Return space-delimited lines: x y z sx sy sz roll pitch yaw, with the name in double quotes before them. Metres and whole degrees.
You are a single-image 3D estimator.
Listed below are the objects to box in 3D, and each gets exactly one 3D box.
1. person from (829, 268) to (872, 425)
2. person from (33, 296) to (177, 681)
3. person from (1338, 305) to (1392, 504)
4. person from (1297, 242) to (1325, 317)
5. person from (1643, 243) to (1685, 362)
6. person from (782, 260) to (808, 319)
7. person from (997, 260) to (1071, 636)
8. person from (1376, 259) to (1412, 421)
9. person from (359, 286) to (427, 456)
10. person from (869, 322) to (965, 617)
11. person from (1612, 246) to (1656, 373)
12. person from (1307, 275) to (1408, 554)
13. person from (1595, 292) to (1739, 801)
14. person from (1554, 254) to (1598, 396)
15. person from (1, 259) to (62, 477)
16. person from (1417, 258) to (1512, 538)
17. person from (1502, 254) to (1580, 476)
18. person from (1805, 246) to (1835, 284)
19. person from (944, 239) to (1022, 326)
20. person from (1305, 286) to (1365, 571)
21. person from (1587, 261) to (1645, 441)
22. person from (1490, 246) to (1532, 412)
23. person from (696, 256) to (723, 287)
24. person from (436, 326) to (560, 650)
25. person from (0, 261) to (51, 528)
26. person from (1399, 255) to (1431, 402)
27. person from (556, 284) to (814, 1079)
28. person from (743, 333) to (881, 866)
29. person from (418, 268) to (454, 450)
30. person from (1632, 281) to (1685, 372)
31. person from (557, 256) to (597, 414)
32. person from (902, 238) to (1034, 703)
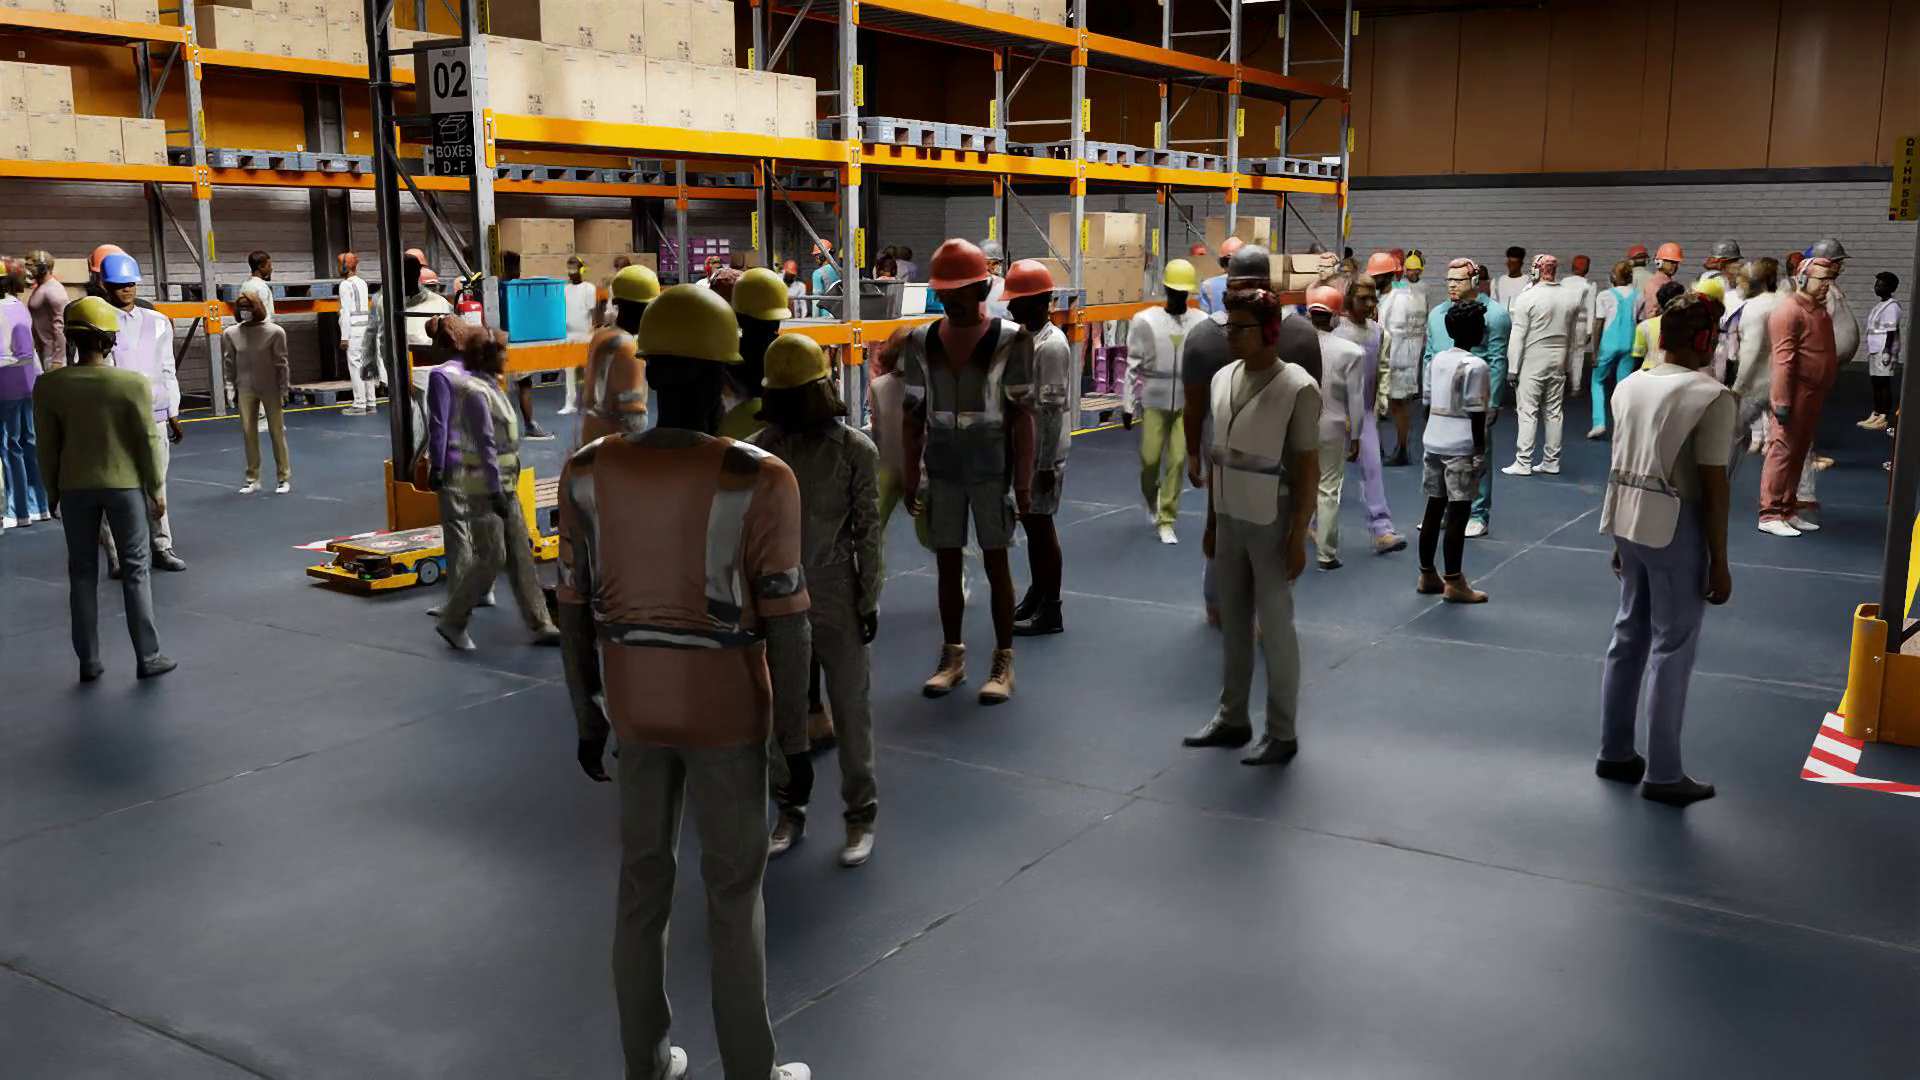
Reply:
"person" -1.134 -2.178 18.076 0.598 1.908 0.402 -4 11 -22
"person" -3.943 -0.230 7.668 0.529 1.767 0.329 -1 10 -7
"person" 3.042 -1.078 12.732 0.499 1.634 0.288 0 10 0
"person" 5.519 -3.586 25.498 0.657 2.000 0.746 -5 11 -25
"person" 7.049 -1.985 16.765 0.391 1.991 0.612 8 13 37
"person" -2.515 -3.225 24.389 0.564 1.715 0.724 -2 10 -11
"person" 0.371 -0.464 8.538 0.388 1.926 0.549 -2 10 -12
"person" 4.765 -2.226 18.592 0.527 1.814 0.599 -8 13 -37
"person" -4.946 -1.535 14.609 0.675 1.871 0.870 3 11 18
"person" -0.286 -0.368 8.899 0.494 1.602 0.715 6 12 31
"person" 8.572 -2.732 21.006 0.670 1.942 0.942 7 12 33
"person" 2.571 -0.804 10.759 0.512 1.791 0.927 -4 11 -21
"person" 2.552 0.026 6.060 0.385 1.836 0.563 -3 11 -15
"person" 7.837 -2.734 21.325 0.580 1.853 0.897 7 12 34
"person" -8.117 -1.484 14.380 0.626 1.847 0.875 8 13 39
"person" 3.433 -0.973 11.428 0.399 1.900 0.644 -9 13 -39
"person" 4.985 -1.498 14.332 0.644 1.900 0.399 -4 11 -21
"person" 10.546 -2.647 20.566 0.607 1.943 0.403 -8 13 -39
"person" 0.233 -1.560 14.272 0.684 2.000 0.536 4 11 20
"person" 2.196 -0.681 10.234 0.588 1.741 0.369 4 11 21
"person" 6.614 -1.886 16.743 0.541 1.805 0.590 0 10 2
"person" 6.533 -2.492 19.683 0.610 1.957 0.379 8 13 37
"person" -2.978 -2.462 19.855 0.392 1.836 0.561 5 11 26
"person" -2.276 -0.247 8.218 0.653 1.602 0.559 0 10 1
"person" -6.748 -1.041 11.748 0.393 1.918 0.586 0 10 -3
"person" 5.637 -2.645 20.860 0.587 1.834 0.403 -2 10 -11
"person" -0.606 0.389 3.791 0.595 1.923 0.377 3 11 17
"person" -0.500 0.198 5.401 0.490 1.730 0.324 2 10 11
"person" -5.091 -1.737 16.058 0.340 1.748 0.563 5 11 24
"person" 5.835 -1.286 13.726 0.559 1.677 0.530 7 13 35
"person" -4.426 -2.413 19.563 0.523 1.844 0.822 6 12 29
"person" 0.023 -0.295 7.311 0.613 2.031 0.410 4 11 20
